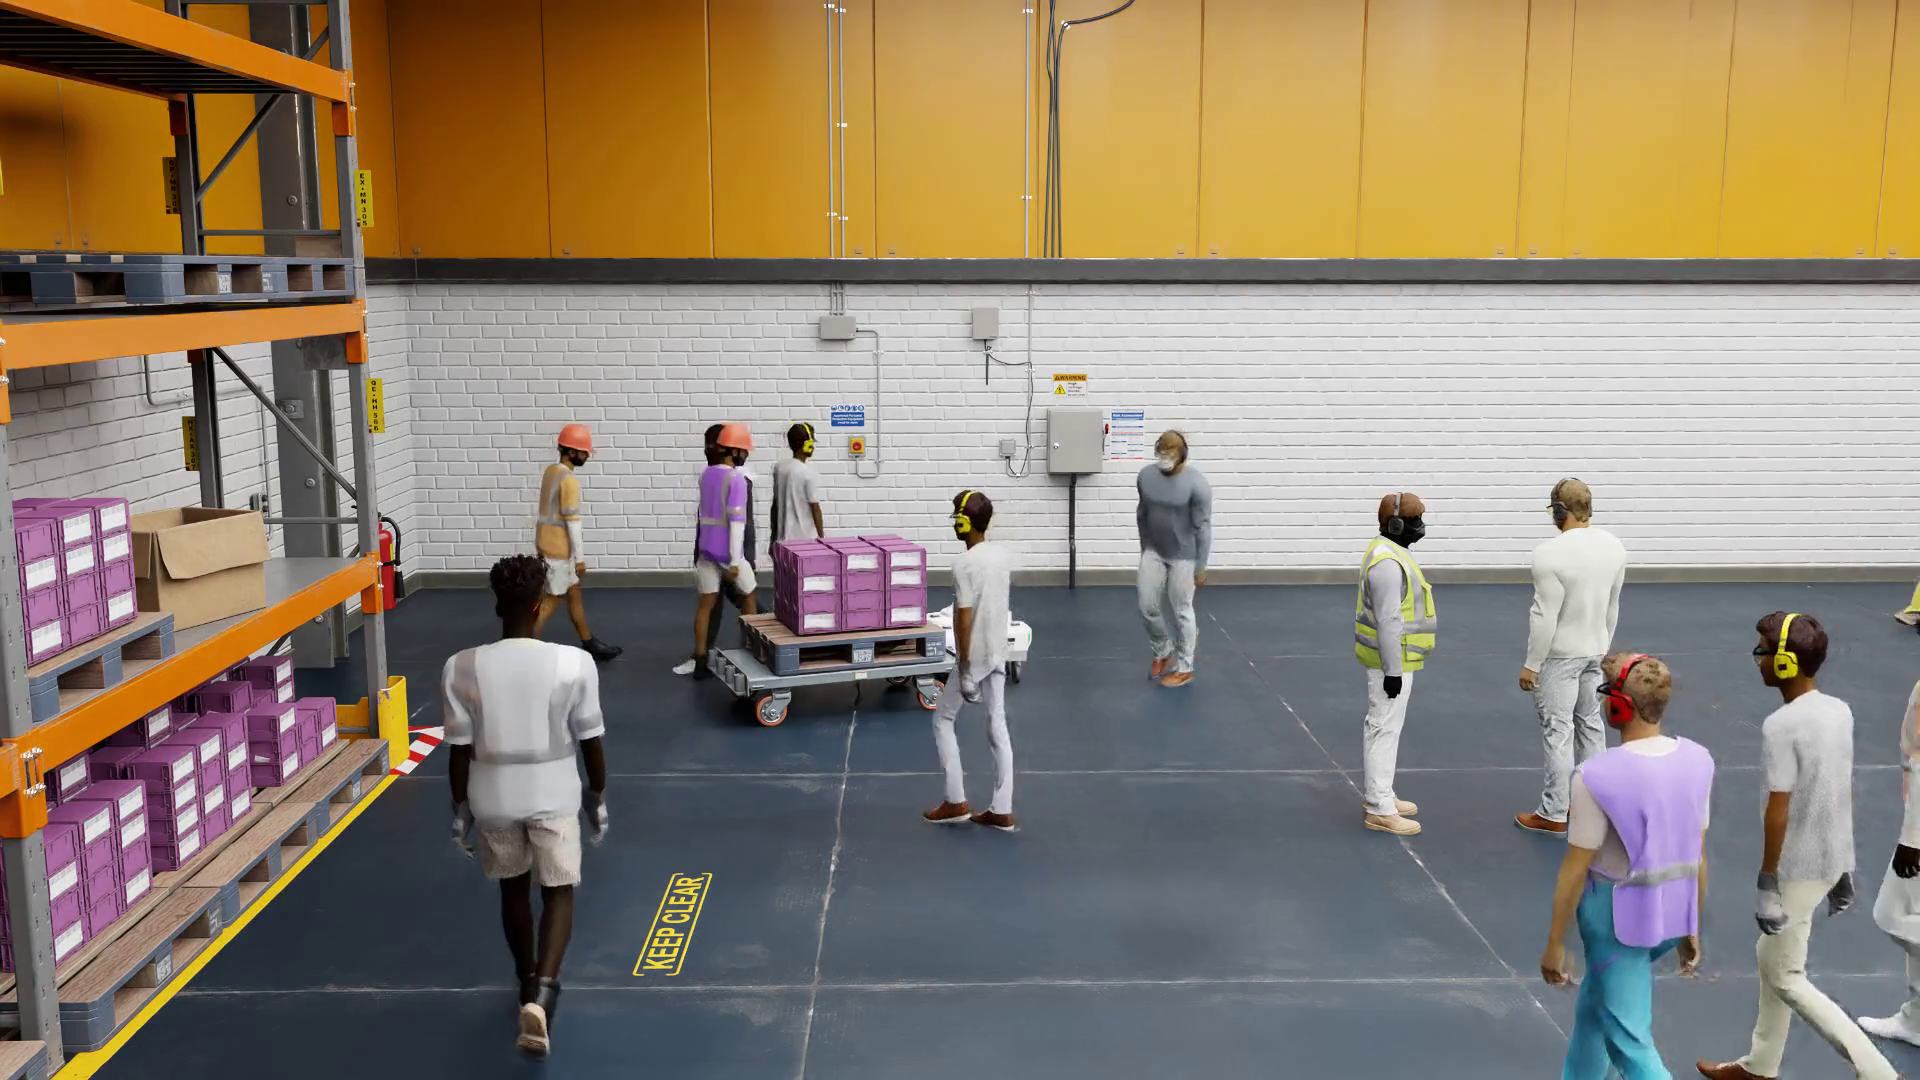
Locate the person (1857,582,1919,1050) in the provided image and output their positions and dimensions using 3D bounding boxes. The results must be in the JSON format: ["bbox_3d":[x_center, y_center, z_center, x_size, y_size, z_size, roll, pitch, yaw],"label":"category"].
[{"bbox_3d":[3.775,1.064,6.318,0.609,1.901,0.539,-8,12,-39],"label":"person"}]

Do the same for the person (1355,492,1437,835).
[{"bbox_3d":[2.360,0.653,9.033,0.429,1.844,0.626,2,10,14],"label":"person"}]

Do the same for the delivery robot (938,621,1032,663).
[{"bbox_3d":[0.158,0.733,12.188,0.707,0.478,0.477,-2,9,-13],"label":"delivery robot"}]

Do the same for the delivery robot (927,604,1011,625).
[{"bbox_3d":[0.028,0.656,12.662,0.707,0.478,0.477,-5,11,-30],"label":"delivery robot"}]

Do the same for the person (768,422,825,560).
[{"bbox_3d":[-1.235,0.017,12.888,0.409,1.853,0.517,-7,12,-38],"label":"person"}]

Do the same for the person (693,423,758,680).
[{"bbox_3d":[-1.674,0.068,12.461,0.536,1.882,0.940,8,12,41],"label":"person"}]

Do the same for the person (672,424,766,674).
[{"bbox_3d":[-1.760,0.043,12.691,0.989,1.876,0.608,-7,12,-36],"label":"person"}]

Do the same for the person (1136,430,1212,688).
[{"bbox_3d":[1.531,0.149,11.974,0.654,1.896,0.548,8,12,40],"label":"person"}]

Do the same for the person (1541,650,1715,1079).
[{"bbox_3d":[2.208,1.263,5.401,0.578,1.812,0.915,-5,11,-28],"label":"person"}]

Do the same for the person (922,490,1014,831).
[{"bbox_3d":[0.057,0.648,9.040,0.658,1.847,0.504,8,12,41],"label":"person"}]

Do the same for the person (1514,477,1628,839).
[{"bbox_3d":[3.252,0.629,8.899,0.627,1.934,0.371,-5,11,-29],"label":"person"}]

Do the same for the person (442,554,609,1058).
[{"bbox_3d":[-1.697,1.019,6.498,0.609,1.939,0.857,-1,9,-6],"label":"person"}]

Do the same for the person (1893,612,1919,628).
[{"bbox_3d":[8.302,-0.128,13.795,0.943,1.838,0.599,-1,9,-8],"label":"person"}]

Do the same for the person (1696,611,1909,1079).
[{"bbox_3d":[3.032,1.180,5.833,0.543,1.839,0.761,-7,12,-37],"label":"person"}]

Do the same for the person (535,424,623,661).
[{"bbox_3d":[-3.044,0.057,12.584,0.878,1.882,0.619,-5,11,-28],"label":"person"}]
